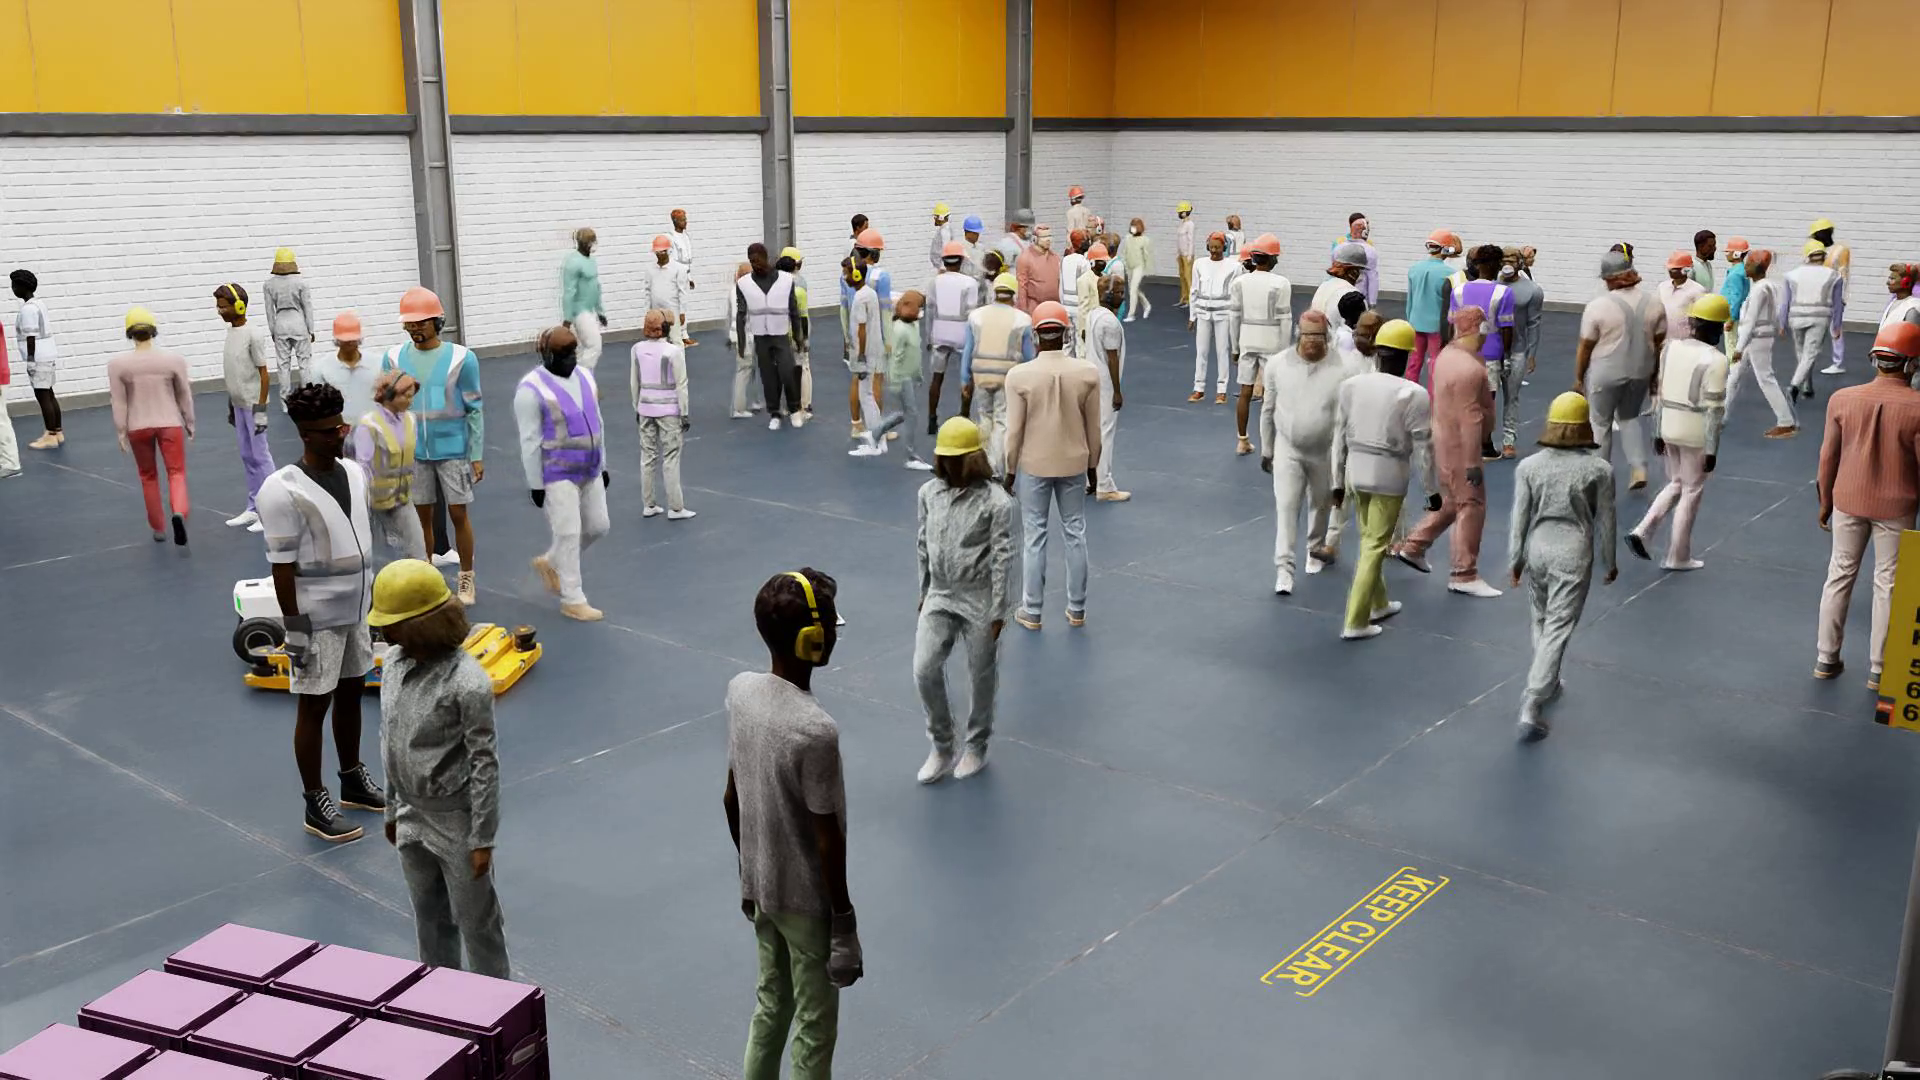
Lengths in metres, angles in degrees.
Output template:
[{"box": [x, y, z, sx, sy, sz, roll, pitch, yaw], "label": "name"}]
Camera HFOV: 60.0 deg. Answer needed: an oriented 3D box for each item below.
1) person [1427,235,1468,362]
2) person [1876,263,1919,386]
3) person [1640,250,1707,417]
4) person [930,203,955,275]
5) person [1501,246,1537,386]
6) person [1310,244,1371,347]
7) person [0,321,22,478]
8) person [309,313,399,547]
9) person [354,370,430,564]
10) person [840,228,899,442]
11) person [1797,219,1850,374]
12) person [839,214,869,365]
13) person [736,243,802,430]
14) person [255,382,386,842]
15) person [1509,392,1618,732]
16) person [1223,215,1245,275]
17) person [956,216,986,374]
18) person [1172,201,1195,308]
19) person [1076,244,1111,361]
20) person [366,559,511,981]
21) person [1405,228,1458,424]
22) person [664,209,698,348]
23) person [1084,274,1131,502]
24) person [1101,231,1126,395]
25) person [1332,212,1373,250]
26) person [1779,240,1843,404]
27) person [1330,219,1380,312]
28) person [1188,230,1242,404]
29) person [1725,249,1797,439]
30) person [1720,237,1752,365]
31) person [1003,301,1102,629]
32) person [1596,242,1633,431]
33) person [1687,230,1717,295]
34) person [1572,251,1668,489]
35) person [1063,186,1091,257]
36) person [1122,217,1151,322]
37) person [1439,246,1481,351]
[{"box": [6.263, -3.079, 21.303, 0.499, 1.634, 0.279, 7, 16, 26], "label": "person"}, {"box": [8.163, -1.481, 14.482, 0.396, 1.847, 0.564, 3, 14, 14], "label": "person"}, {"box": [7.376, -2.110, 17.189, 0.326, 1.748, 0.573, -9, 17, -32], "label": "person"}, {"box": [-0.264, -4.227, 25.486, 0.403, 1.830, 0.599, 0, 14, 1], "label": "person"}, {"box": [6.512, -2.594, 19.353, 0.309, 1.638, 0.522, 10, 17, 35], "label": "person"}, {"box": [3.307, -1.532, 14.294, 0.537, 2.000, 0.675, -4, 14, -14], "label": "person"}, {"box": [-8.442, -1.407, 14.411, 0.351, 1.738, 0.575, -14, 19, -43], "label": "person"}, {"box": [-4.302, -0.762, 11.870, 0.571, 1.726, 0.438, -7, 16, -25], "label": "person"}, {"box": [-3.401, -0.201, 9.881, 0.795, 1.587, 0.645, 7, 16, 25], "label": "person"}, {"box": [-0.870, -1.963, 16.011, 0.609, 2.044, 0.393, 11, 18, 38], "label": "person"}, {"box": [10.647, -2.997, 20.485, 0.474, 1.874, 0.627, -5, 15, -20], "label": "person"}, {"box": [-1.334, -3.180, 21.166, 0.392, 1.909, 0.585, -3, 14, -10], "label": "person"}, {"box": [-1.912, -2.018, 16.571, 0.612, 1.874, 0.467, 0, 14, -1], "label": "person"}, {"box": [-2.697, 0.295, 7.146, 0.366, 1.967, 0.603, 4, 15, 17], "label": "person"}, {"box": [3.038, 0.097, 8.474, 0.494, 1.700, 0.893, 12, 18, 40], "label": "person"}, {"box": [4.271, -4.246, 25.977, 0.318, 1.630, 0.512, 12, 19, 41], "label": "person"}, {"box": [0.128, -2.987, 20.339, 0.419, 1.933, 0.620, 10, 17, 34], "label": "person"}, {"box": [3.738, -4.748, 27.724, 0.339, 1.759, 0.528, -4, 15, -15], "label": "person"}, {"box": [1.478, -2.342, 18.112, 0.335, 1.753, 0.563, 10, 17, 34], "label": "person"}, {"box": [-1.652, 0.893, 5.229, 0.483, 1.734, 0.317, 10, 17, 33], "label": "person"}, {"box": [4.821, -2.177, 16.993, 0.396, 1.987, 0.611, -11, 18, -38], "label": "person"}, {"box": [-3.832, -3.578, 22.793, 0.354, 1.883, 0.573, 5, 15, 20], "label": "person"}, {"box": [1.179, -1.233, 13.509, 0.343, 1.840, 0.507, -5, 15, -19], "label": "person"}, {"box": [1.677, -2.543, 18.731, 0.341, 1.846, 0.511, -3, 14, -10], "label": "person"}, {"box": [5.022, -3.247, 21.404, 0.596, 1.914, 0.372, -6, 15, -24], "label": "person"}, {"box": [9.332, -2.392, 18.287, 0.607, 1.780, 0.861, 12, 18, 39], "label": "person"}, {"box": [4.784, -2.913, 20.087, 0.401, 1.906, 0.651, -12, 18, -39], "label": "person"}, {"box": [2.782, -2.436, 18.223, 0.573, 1.886, 0.355, 6, 15, 23], "label": "person"}, {"box": [7.758, -1.906, 16.228, 0.991, 1.840, 0.579, 6, 15, 23], "label": "person"}, {"box": [8.869, -2.595, 19.125, 0.338, 1.752, 0.564, 8, 16, 28], "label": "person"}, {"box": [0.553, -0.444, 10.062, 0.610, 1.985, 0.393, -3, 14, -11], "label": "person"}, {"box": [6.525, -2.022, 16.601, 0.329, 1.872, 0.509, -4, 14, -14], "label": "person"}, {"box": [7.849, -2.347, 17.802, 0.392, 1.920, 0.589, 12, 18, 39], "label": "person"}, {"box": [5.396, -1.384, 13.706, 0.704, 2.000, 0.536, -2, 14, -8], "label": "person"}, {"box": [1.953, -4.939, 28.005, 0.386, 1.992, 0.624, 11, 18, 38], "label": "person"}, {"box": [2.778, -4.223, 25.918, 0.701, 1.607, 0.500, -12, 18, -39], "label": "person"}, {"box": [5.100, -2.006, 16.594, 0.633, 1.841, 0.429, 0, 14, 0], "label": "person"}]
